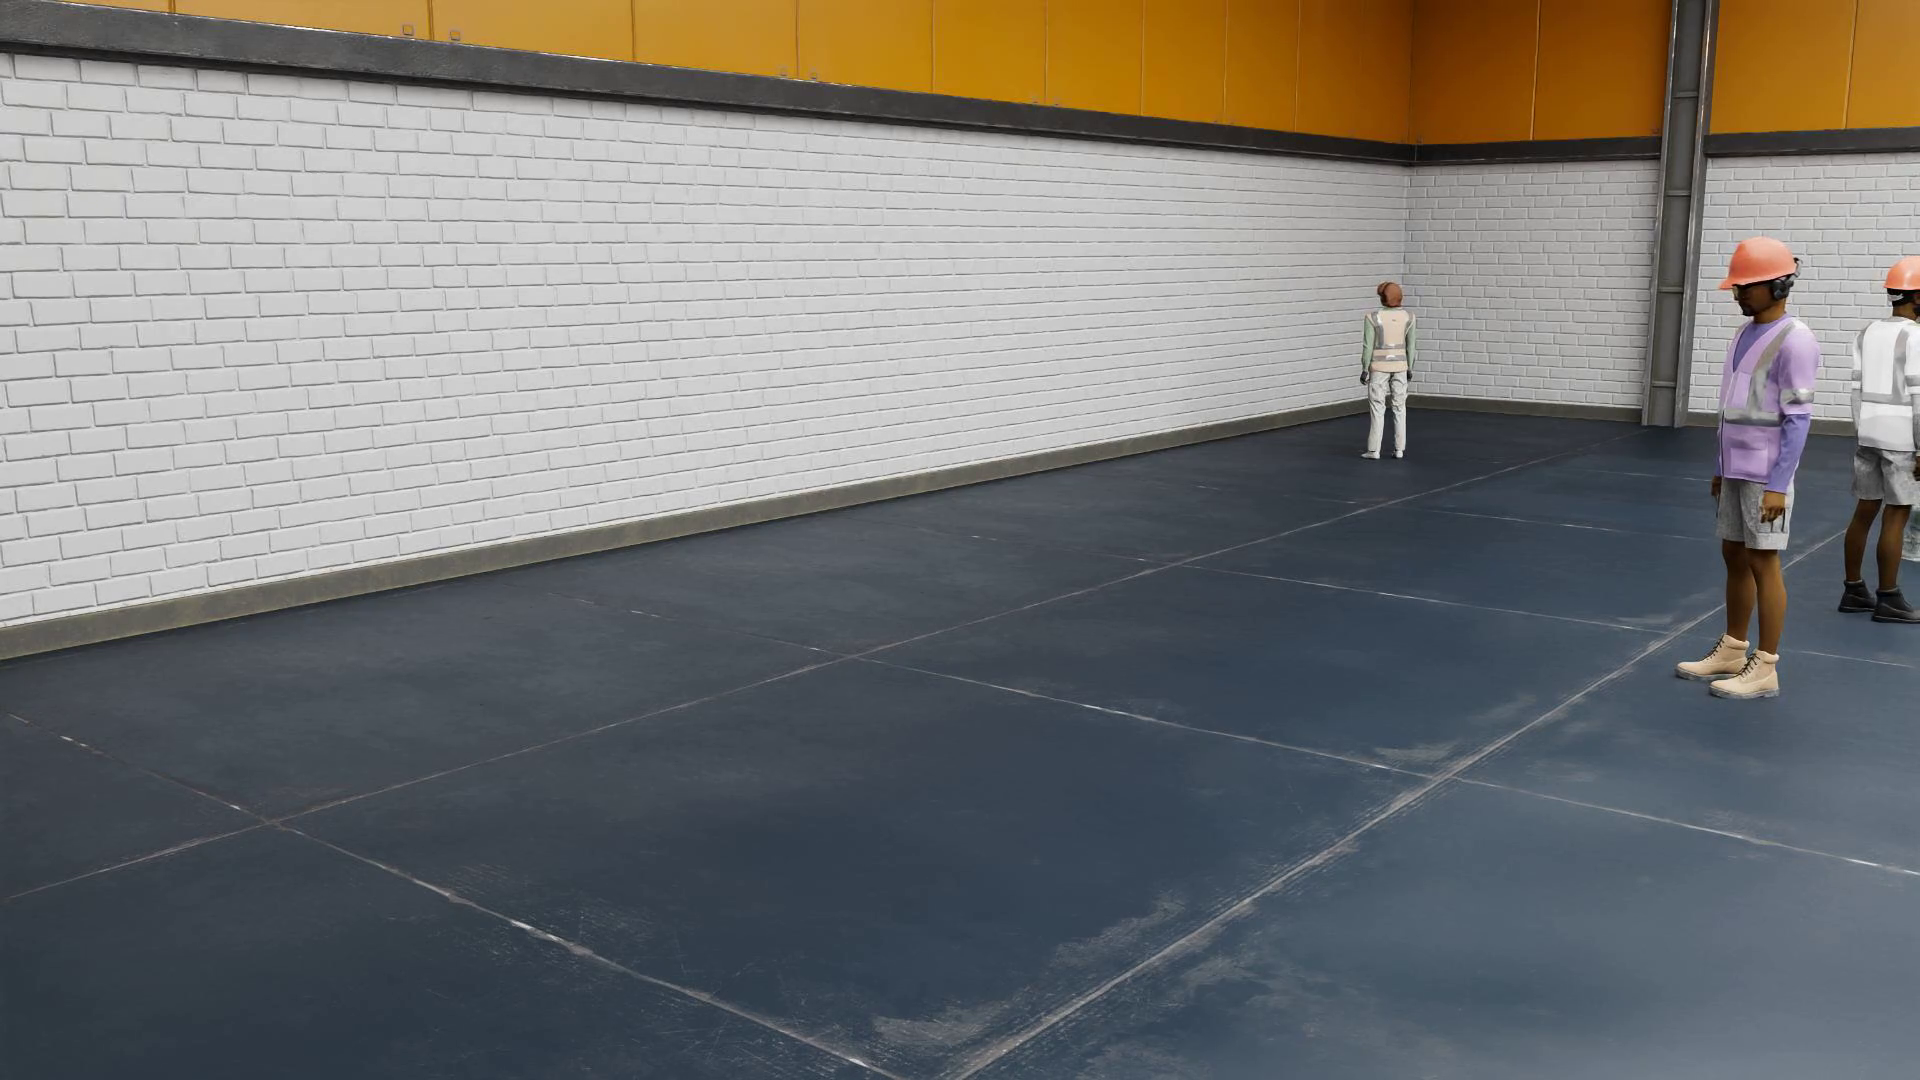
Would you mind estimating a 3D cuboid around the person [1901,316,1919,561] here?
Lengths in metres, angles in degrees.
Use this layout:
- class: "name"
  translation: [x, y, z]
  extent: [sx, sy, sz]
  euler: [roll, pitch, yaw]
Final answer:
- class: "person"
  translation: [6.040, -0.704, 10.380]
  extent: [0.506, 1.725, 0.449]
  euler: [-3, 11, -17]

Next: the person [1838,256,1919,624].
- class: "person"
  translation: [4.978, -0.530, 8.849]
  extent: [0.363, 1.939, 0.542]
  euler: [-2, 10, -9]

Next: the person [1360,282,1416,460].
- class: "person"
  translation: [3.940, -1.549, 15.325]
  extent: [0.523, 1.639, 0.306]
  euler: [-2, 10, -11]

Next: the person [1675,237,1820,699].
- class: "person"
  translation: [3.502, -0.312, 7.378]
  extent: [0.383, 2.036, 0.605]
  euler: [0, 10, -1]
